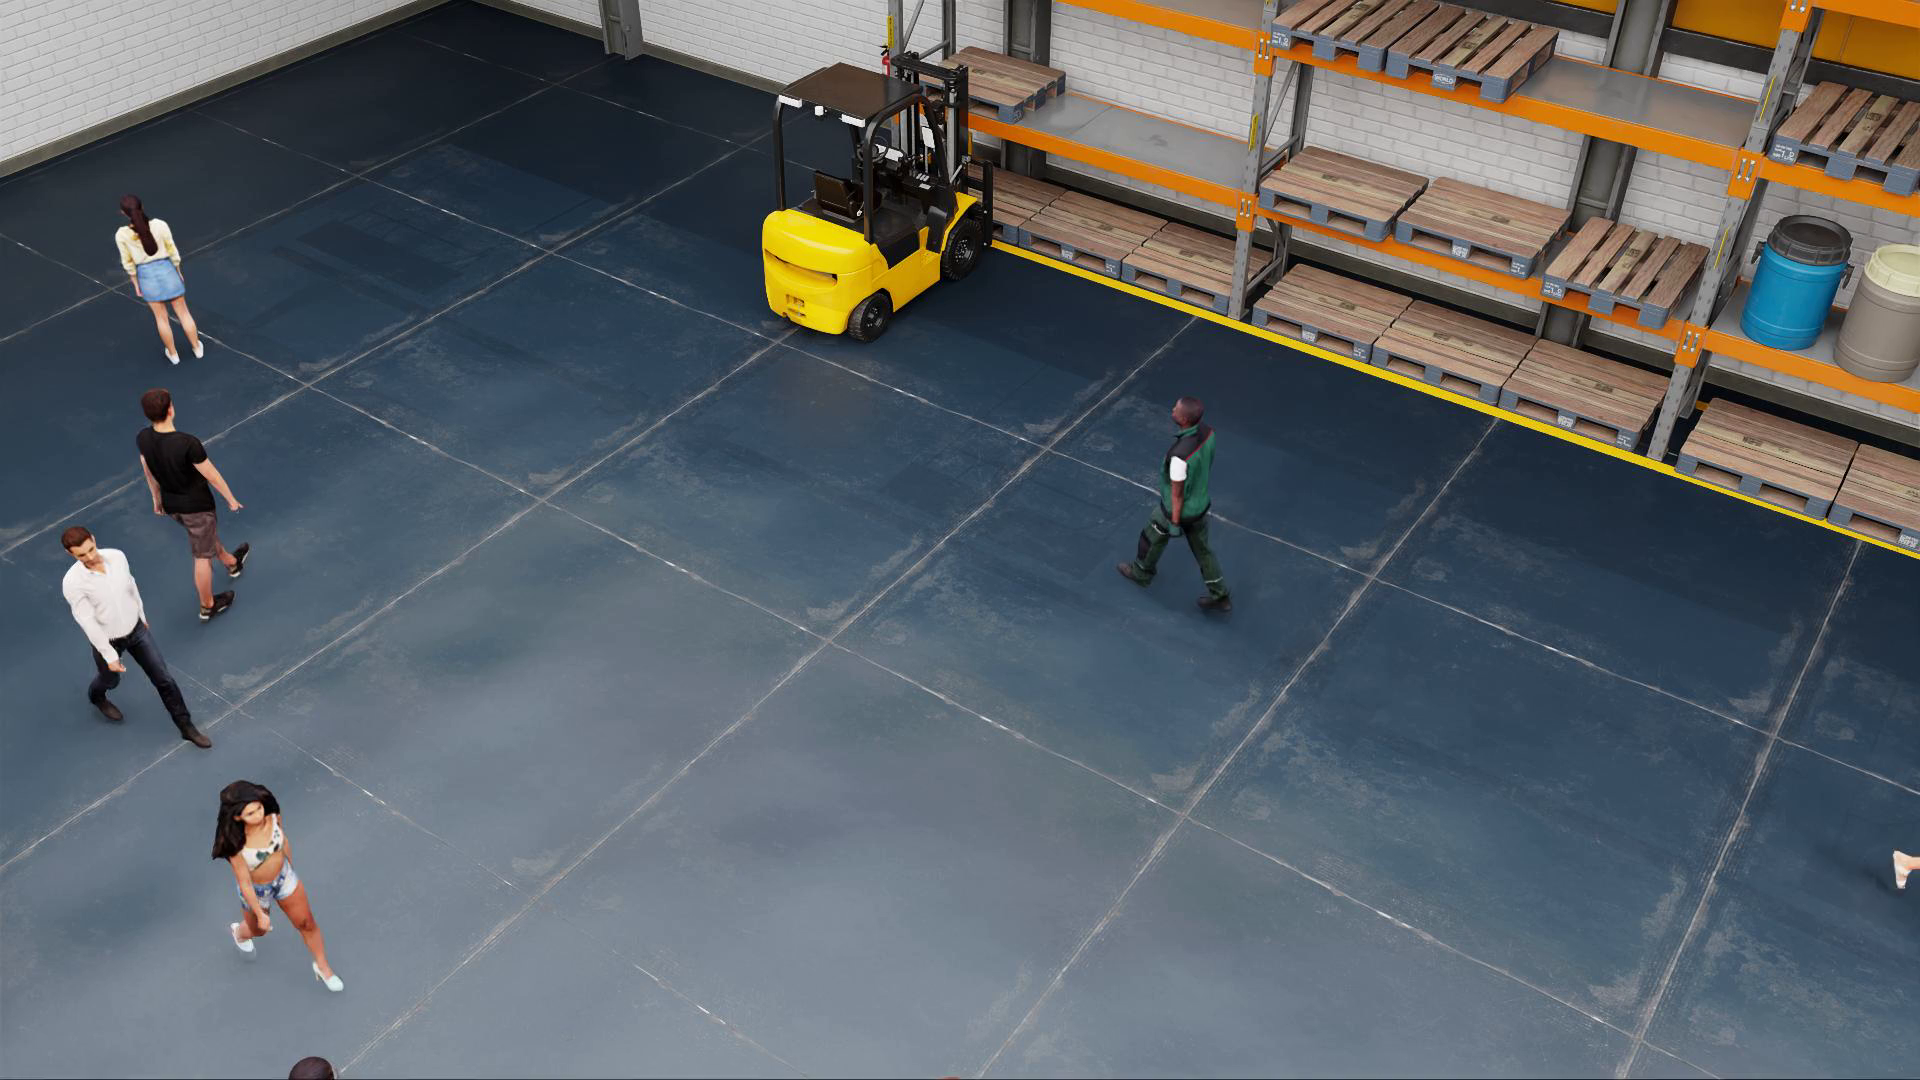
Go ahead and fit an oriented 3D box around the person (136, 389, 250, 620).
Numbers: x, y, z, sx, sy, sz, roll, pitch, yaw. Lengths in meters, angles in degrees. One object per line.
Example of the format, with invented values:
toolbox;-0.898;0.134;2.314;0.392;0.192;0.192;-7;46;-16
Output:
person;-5.659;-0.210;12.060;1.068;1.831;0.994;10;40;13

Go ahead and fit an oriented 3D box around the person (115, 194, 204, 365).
person;-7.179;-2.334;14.881;0.705;1.631;0.691;-20;43;-23

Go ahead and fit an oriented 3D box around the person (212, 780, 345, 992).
person;-4.013;1.978;9.510;1.043;1.595;0.641;19;43;23

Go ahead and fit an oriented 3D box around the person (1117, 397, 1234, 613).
person;1.710;-0.212;12.091;1.200;1.796;0.720;25;45;28

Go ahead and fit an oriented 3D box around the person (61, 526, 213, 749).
person;-5.653;0.634;11.010;1.281;1.823;0.775;17;42;20
